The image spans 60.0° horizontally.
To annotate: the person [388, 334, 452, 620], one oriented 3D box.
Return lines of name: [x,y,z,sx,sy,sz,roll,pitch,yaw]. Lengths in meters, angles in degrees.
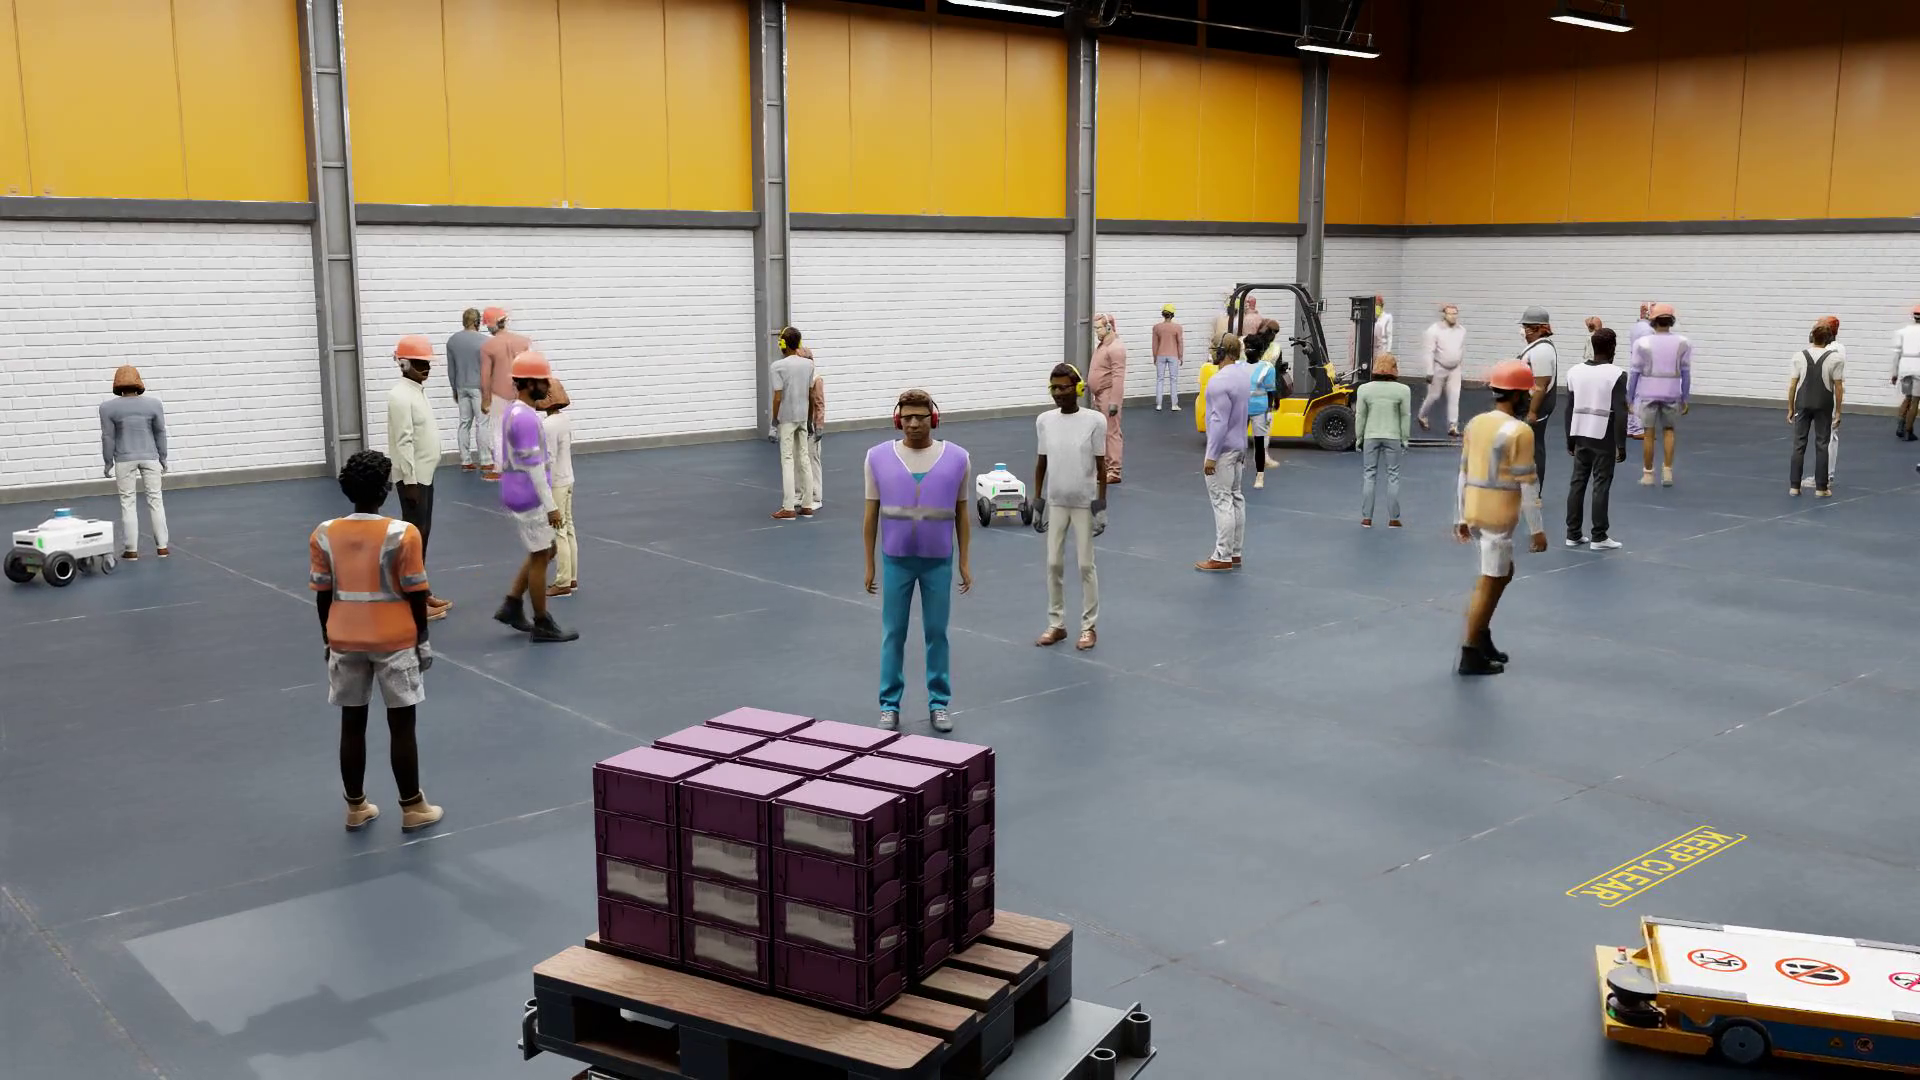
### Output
person: [-3.805,-0.443,11.671,0.379,1.991,0.625,-1,10,-8]

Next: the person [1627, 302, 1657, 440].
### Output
person: [9.485,-2.339,23.025,0.407,1.908,0.641,1,10,8]

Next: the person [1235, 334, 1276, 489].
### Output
person: [3.165,-1.396,18.125,0.529,1.695,0.321,5,11,27]

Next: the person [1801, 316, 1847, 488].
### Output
person: [9.495,-1.511,18.243,0.357,1.885,0.573,8,13,40]

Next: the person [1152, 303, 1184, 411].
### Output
person: [3.407,-2.993,27.265,0.524,1.769,0.308,3,10,19]

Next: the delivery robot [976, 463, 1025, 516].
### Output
delivery robot: [0.385,-0.487,15.863,0.477,0.478,0.707,-2,10,-12]

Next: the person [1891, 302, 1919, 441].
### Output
person: [13.145,-2.314,22.862,0.504,1.914,0.553,-6,11,-31]

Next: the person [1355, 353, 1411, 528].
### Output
person: [3.939,-0.923,15.532,0.501,1.633,0.281,3,10,18]

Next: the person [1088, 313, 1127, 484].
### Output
person: [1.625,-1.576,18.572,0.401,1.905,0.643,-2,10,-10]

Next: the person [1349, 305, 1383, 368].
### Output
person: [6.648,-2.955,27.167,0.618,1.737,0.328,-1,10,-6]

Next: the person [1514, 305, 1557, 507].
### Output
person: [5.760,-1.355,16.875,0.536,2.000,0.672,3,10,18]

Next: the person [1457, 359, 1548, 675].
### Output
person: [3.273,-0.129,10.058,0.580,1.919,0.555,-2,10,-12]

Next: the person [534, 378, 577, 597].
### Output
person: [-3.028,-0.392,12.424,0.279,1.633,0.505,0,10,2]

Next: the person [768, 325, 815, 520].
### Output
person: [-1.623,-1.129,16.050,0.509,1.872,0.328,-9,13,-42]

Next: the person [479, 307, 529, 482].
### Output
person: [-5.123,-1.640,18.811,0.701,1.957,0.393,-8,13,-39]

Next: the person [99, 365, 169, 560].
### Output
person: [-6.890,-0.644,13.903,0.498,1.633,0.279,-7,12,-34]

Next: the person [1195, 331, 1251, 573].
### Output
person: [2.122,-0.707,13.373,0.359,1.938,0.635,5,11,28]

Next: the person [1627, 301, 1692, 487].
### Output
person: [7.643,-1.586,18.217,0.637,2.037,0.387,2,10,11]

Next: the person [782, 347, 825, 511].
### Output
person: [-1.562,-1.111,16.620,0.525,1.639,0.307,8,12,39]

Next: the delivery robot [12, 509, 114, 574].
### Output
delivery robot: [-7.011,-0.002,13.023,0.477,0.478,0.707,4,11,22]

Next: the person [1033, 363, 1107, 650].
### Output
person: [0.713,-0.214,10.760,0.518,1.856,0.332,5,11,26]

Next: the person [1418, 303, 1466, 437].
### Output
person: [6.849,-2.423,23.633,0.650,1.877,0.870,-2,10,-13]

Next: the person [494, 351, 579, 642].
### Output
person: [-2.780,-0.271,10.872,0.463,1.927,0.581,-3,10,-17]

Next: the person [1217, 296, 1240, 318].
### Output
person: [4.518,-3.195,28.132,0.624,1.890,1.138,9,13,42]

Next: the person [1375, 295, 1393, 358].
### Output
person: [7.221,-3.331,28.944,0.584,1.867,0.496,1,10,3]

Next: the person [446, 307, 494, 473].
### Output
person: [-5.703,-1.749,19.495,0.629,1.935,0.379,4,10,22]

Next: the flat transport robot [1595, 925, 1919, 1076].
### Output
flat transport robot: [2.838,1.492,5.378,1.431,0.197,0.652,3,10,17]

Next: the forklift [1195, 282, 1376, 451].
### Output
forklift: [4.328,-2.346,22.227,2.313,2.155,1.214,3,10,16]

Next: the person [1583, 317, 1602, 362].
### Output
person: [9.439,-2.508,24.800,0.311,1.639,0.512,6,11,31]

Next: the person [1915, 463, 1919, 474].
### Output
person: [11.350,-1.573,18.869,0.972,1.788,0.653,-5,11,-29]

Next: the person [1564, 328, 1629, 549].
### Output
person: [5.512,-0.877,14.432,0.379,1.918,0.596,-6,11,-32]

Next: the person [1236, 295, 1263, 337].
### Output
person: [4.595,-2.942,26.551,0.403,1.911,0.637,6,11,30]

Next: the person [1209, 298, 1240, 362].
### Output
person: [4.406,-3.039,27.260,0.597,1.866,1.006,6,11,31]

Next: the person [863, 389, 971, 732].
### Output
person: [-0.227,0.110,8.867,0.572,1.843,0.373,-1,10,-4]

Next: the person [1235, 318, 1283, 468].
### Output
person: [3.476,-1.724,19.763,0.696,1.807,0.432,0,10,-2]

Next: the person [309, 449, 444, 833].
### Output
person: [-2.567,0.451,7.302,0.533,1.697,0.322,2,10,9]

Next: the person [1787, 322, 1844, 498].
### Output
person: [8.982,-1.362,17.484,0.509,1.844,0.329,7,12,37]
